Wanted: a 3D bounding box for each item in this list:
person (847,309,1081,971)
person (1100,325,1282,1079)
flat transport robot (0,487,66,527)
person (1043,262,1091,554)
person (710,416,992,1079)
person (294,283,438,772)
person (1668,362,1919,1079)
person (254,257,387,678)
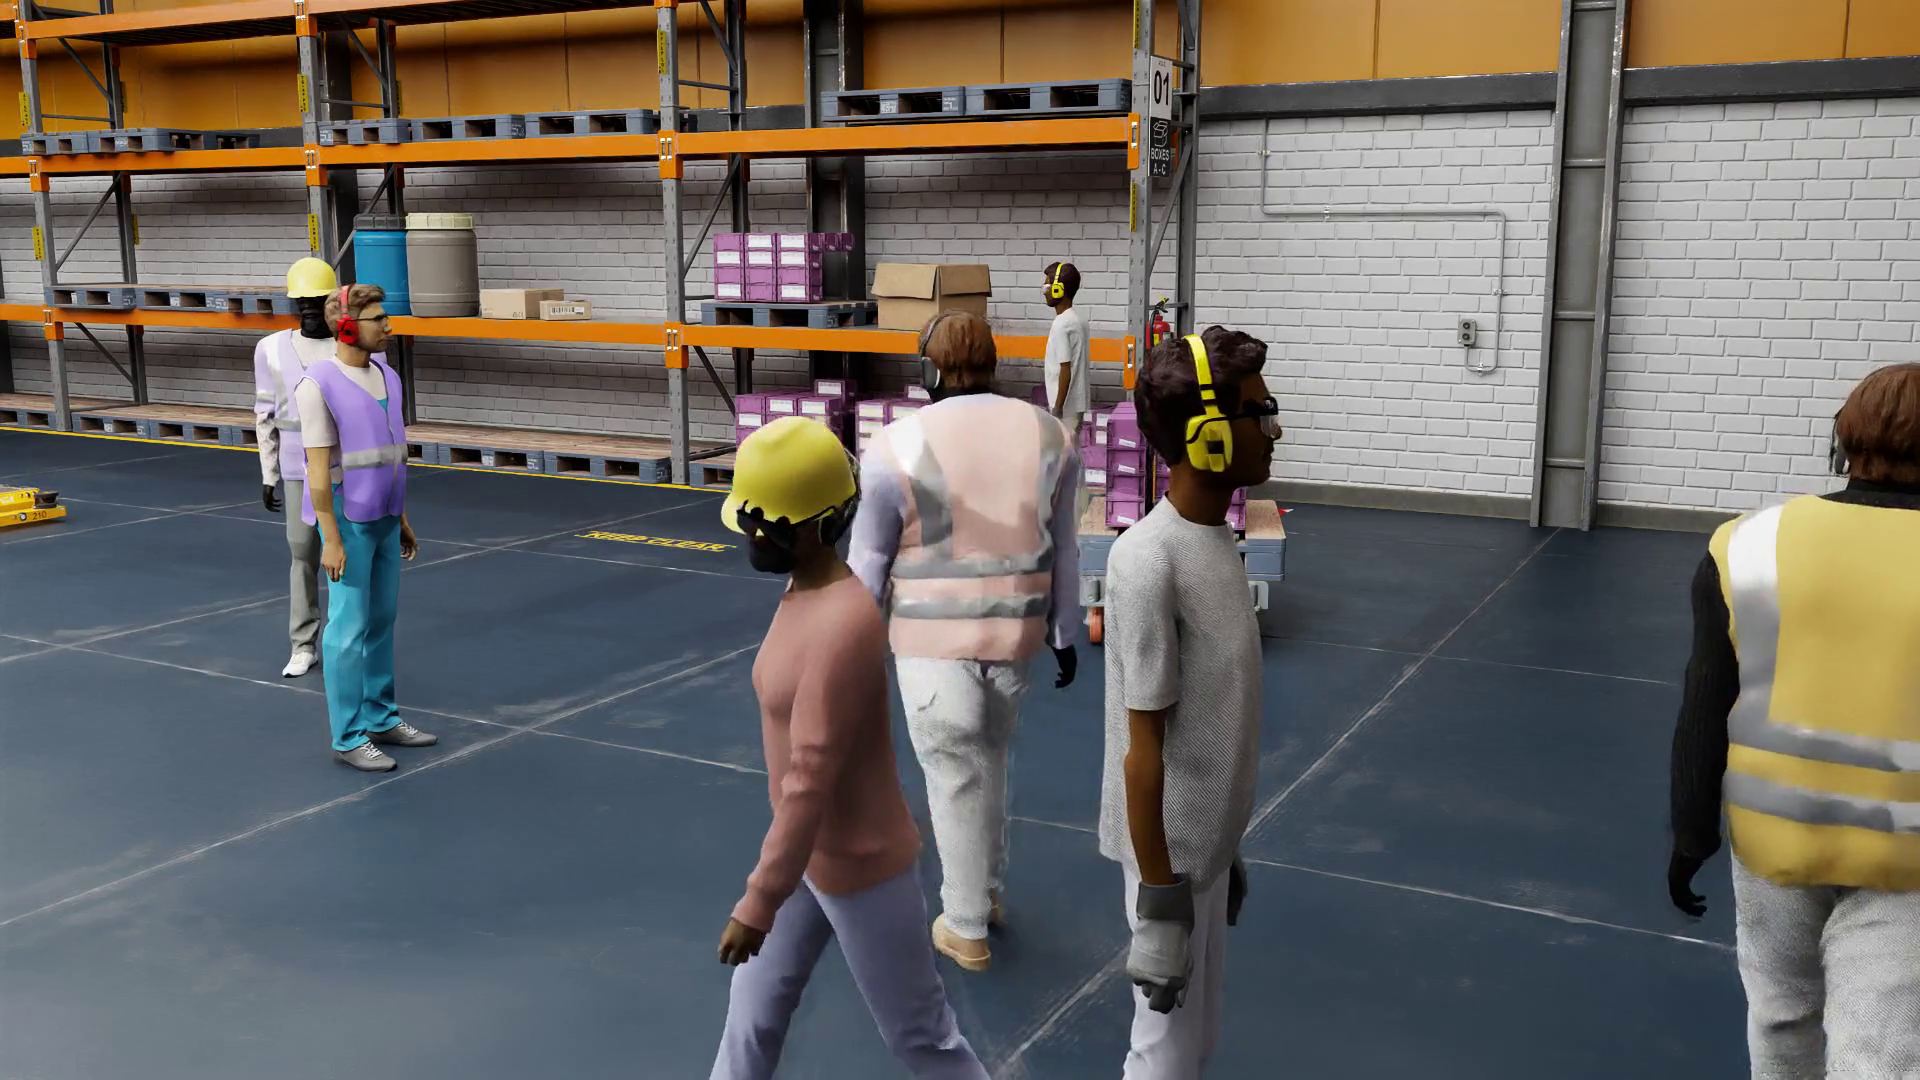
[{"bbox_3d":[-0.033,0.263,4.723,0.660,1.821,0.659,-5,11,-25],"label":"person"},{"bbox_3d":[0.413,0.567,2.916,0.317,1.876,0.531,4,11,20],"label":"person"},{"bbox_3d":[-7.149,-0.261,11.858,1.431,0.197,0.652,5,11,26],"label":"flat transport robot"},{"bbox_3d":[0.652,-0.785,10.350,0.311,1.869,0.530,4,11,19],"label":"person"},{"bbox_3d":[-0.263,0.607,3.175,0.916,1.700,0.531,-3,11,-16],"label":"person"},{"bbox_3d":[-2.304,-0.052,6.390,0.389,1.847,0.565,2,11,10],"label":"person"},{"bbox_3d":[1.728,0.565,3.160,0.659,1.790,0.956,8,13,37],"label":"person"},{"bbox_3d":[-2.929,-0.329,7.684,0.585,1.928,0.378,-2,11,-13],"label":"person"}]
